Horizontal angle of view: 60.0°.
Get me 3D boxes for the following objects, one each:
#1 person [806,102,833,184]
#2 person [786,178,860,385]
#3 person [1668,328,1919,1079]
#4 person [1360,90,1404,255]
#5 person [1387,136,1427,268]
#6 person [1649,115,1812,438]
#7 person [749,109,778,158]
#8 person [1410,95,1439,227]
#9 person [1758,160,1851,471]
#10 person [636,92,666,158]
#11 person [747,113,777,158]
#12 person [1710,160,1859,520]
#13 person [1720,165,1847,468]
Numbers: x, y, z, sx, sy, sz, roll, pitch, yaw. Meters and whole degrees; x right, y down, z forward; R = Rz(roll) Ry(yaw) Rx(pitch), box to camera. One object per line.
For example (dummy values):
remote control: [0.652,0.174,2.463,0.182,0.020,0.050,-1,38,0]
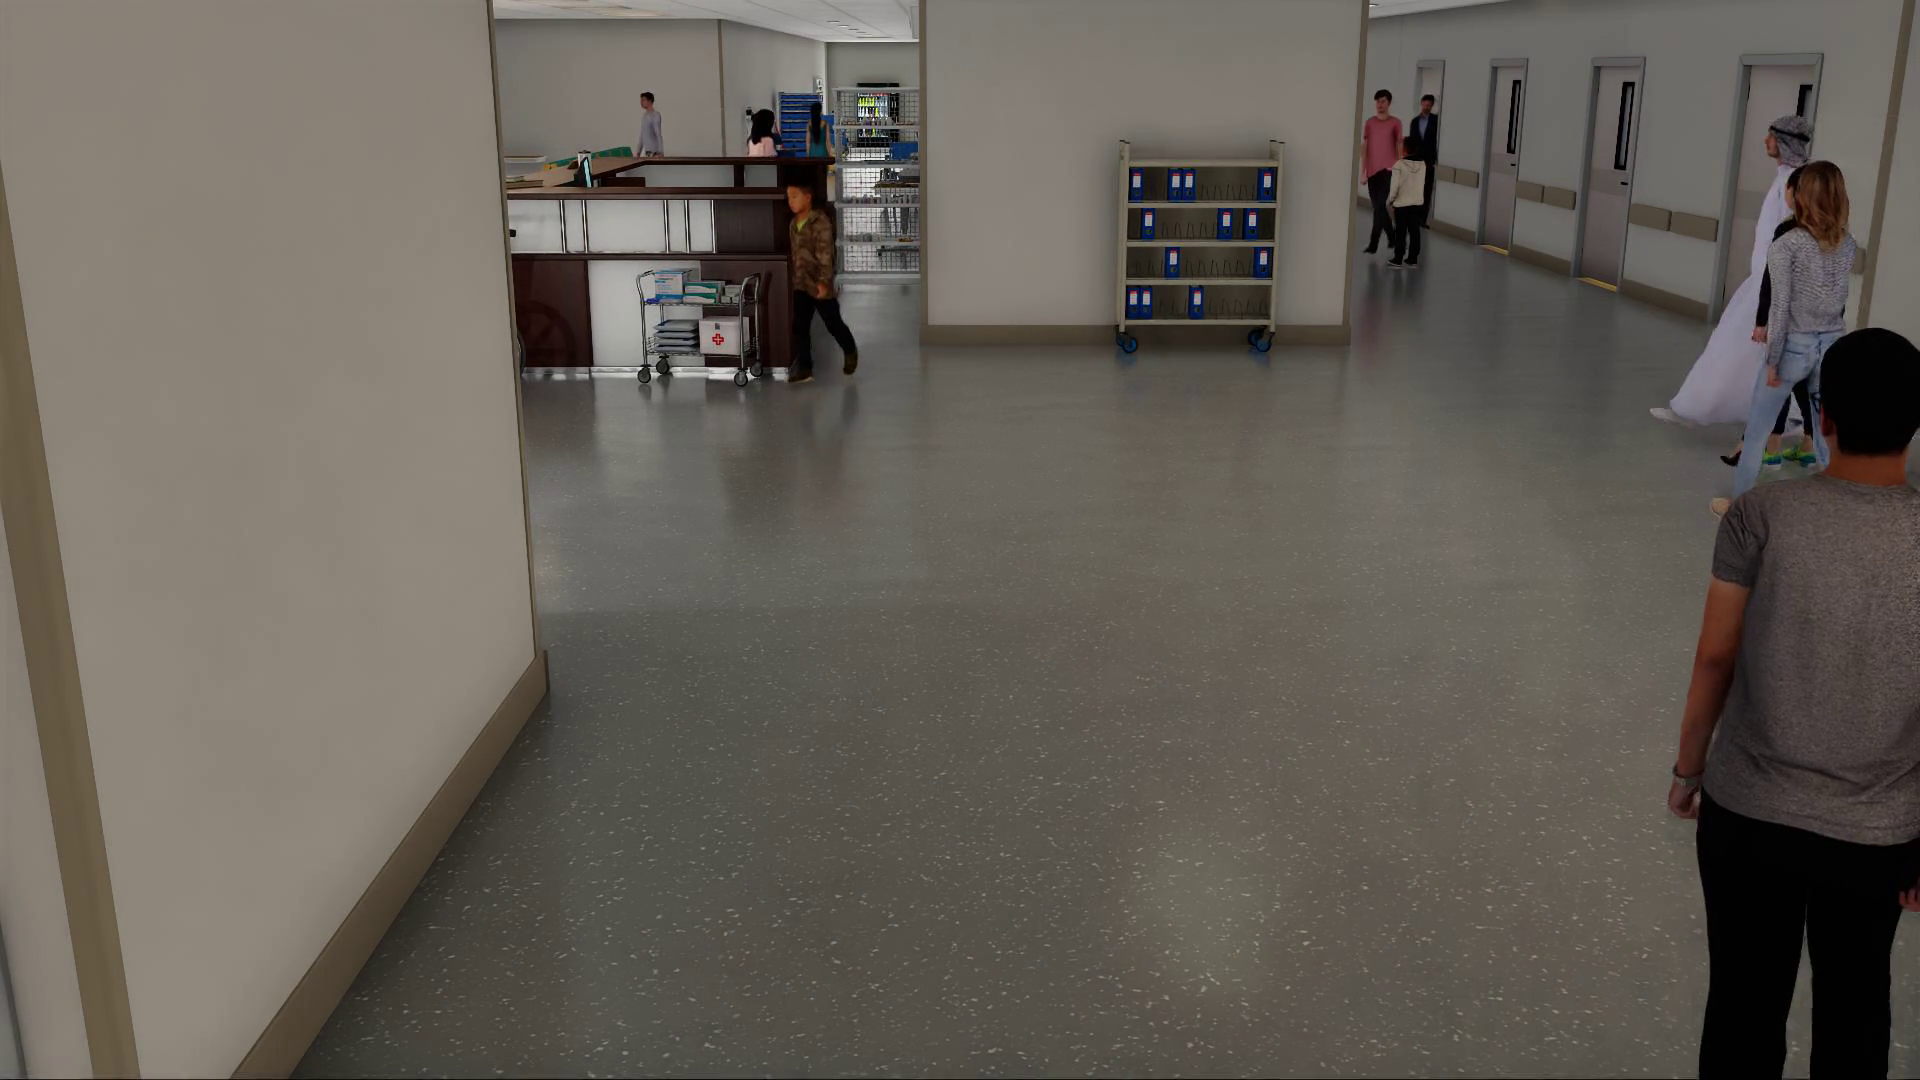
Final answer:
person: [-2.313,-6.272,27.125,0.478,1.676,0.627,0,16,0]
person: [-0.977,-1.832,11.839,0.991,1.423,0.939,8,17,25]
person: [1.503,0.520,2.923,0.704,1.736,0.772,5,17,19]
person: [5.143,-4.415,20.100,1.263,1.913,1.224,12,20,36]
person: [5.132,-3.870,19.014,0.511,1.453,0.676,-3,16,-12]
person: [4.899,-1.478,9.748,1.359,1.877,1.100,8,18,27]
person: [-2.279,-3.890,18.602,1.215,1.716,1.079,-12,20,-36]
person: [6.627,-5.337,23.535,1.040,1.825,0.983,-12,20,-37]
person: [4.707,-1.249,9.257,0.549,1.703,0.701,-4,16,-13]
person: [-4.838,-6.212,26.659,1.208,1.813,1.042,-10,19,-32]
person: [-2.571,-4.488,20.871,1.155,1.636,1.006,-9,18,-30]
person: [3.806,-0.737,7.374,1.174,1.739,0.705,-1,16,-5]
person: [4.403,-1.045,8.605,1.102,1.665,0.948,-6,17,-20]
